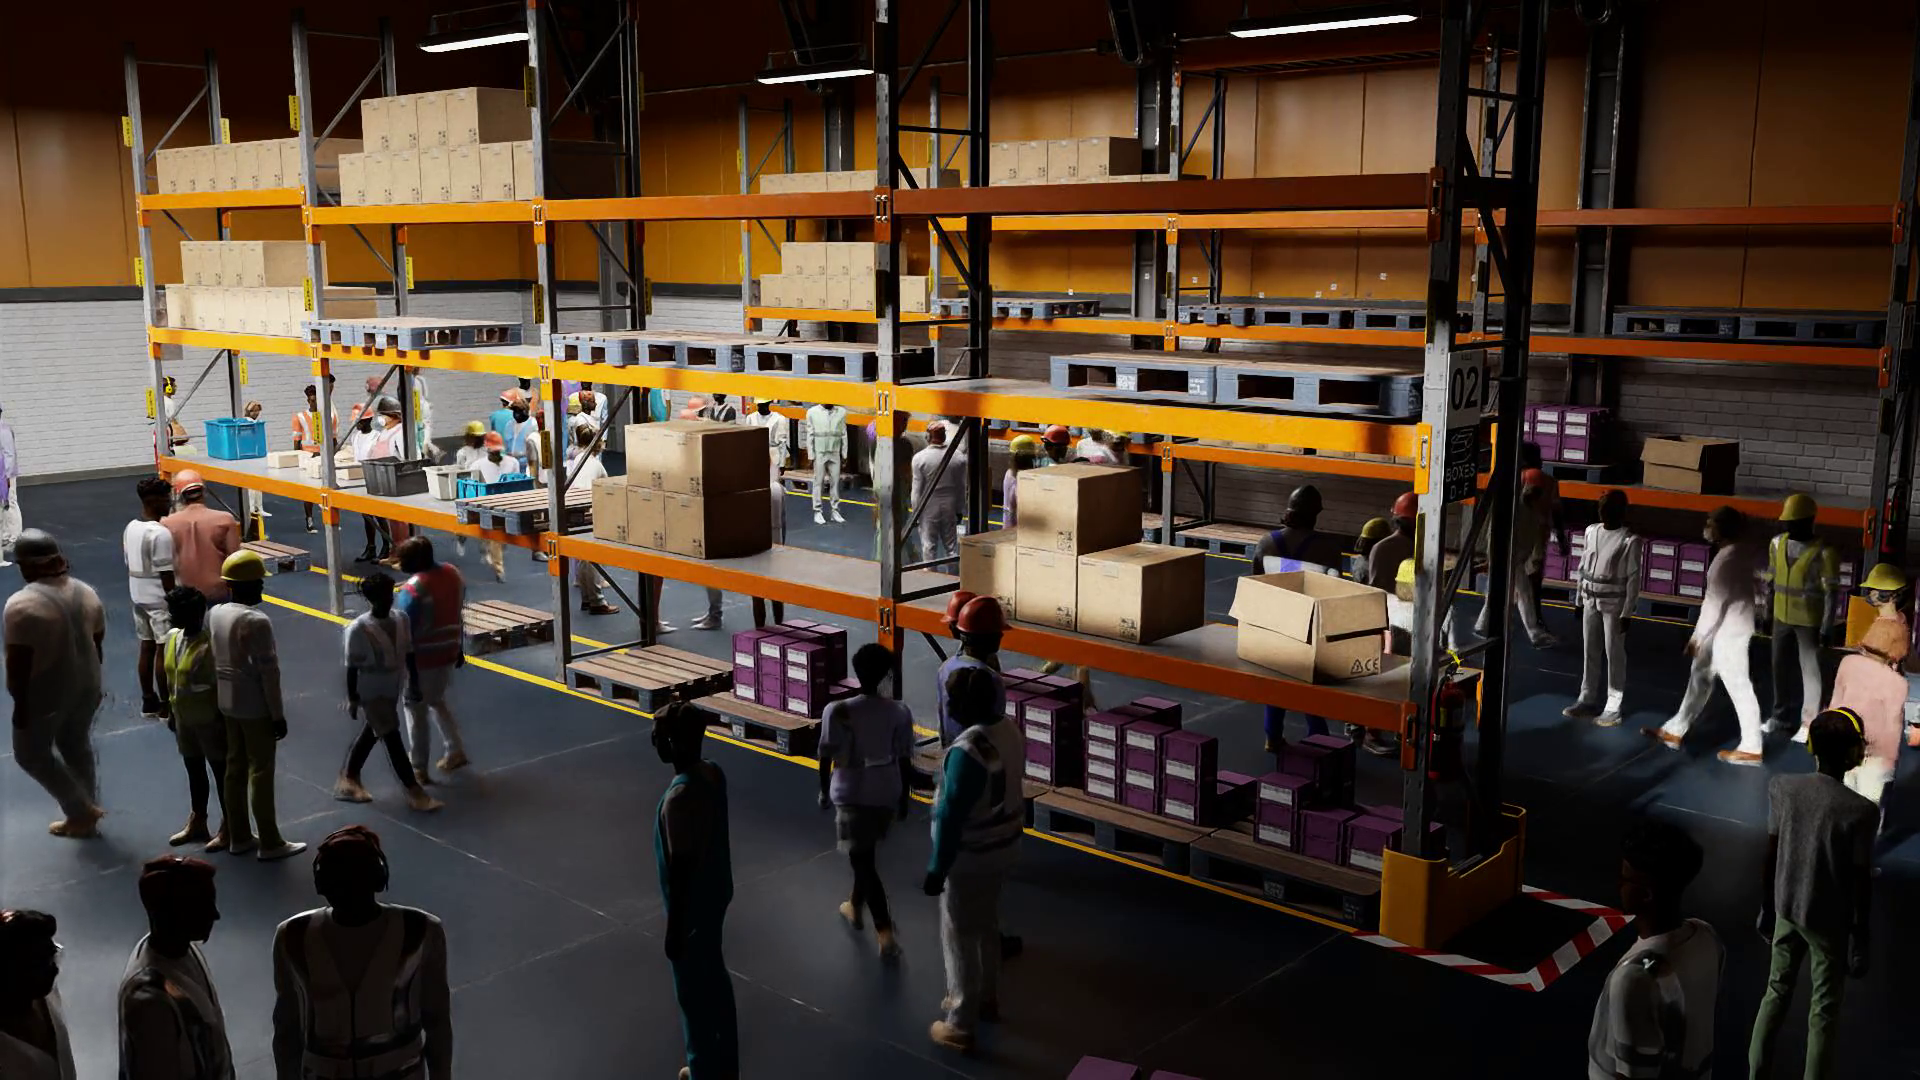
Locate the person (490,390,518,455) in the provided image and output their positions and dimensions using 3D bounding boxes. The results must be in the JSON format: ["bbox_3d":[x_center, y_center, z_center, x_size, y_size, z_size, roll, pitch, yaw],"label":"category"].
[{"bbox_3d":[-6.447,-1.283,23.804,0.577,1.737,0.354,5,11,28],"label":"person"}]

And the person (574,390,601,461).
[{"bbox_3d":[-4.906,-1.033,21.981,0.355,1.882,0.576,-1,10,-4],"label":"person"}]

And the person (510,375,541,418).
[{"bbox_3d":[-6.737,-1.738,25.845,0.382,1.922,0.594,9,14,42],"label":"person"}]

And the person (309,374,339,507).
[{"bbox_3d":[-9.212,-1.461,24.183,0.368,1.959,0.602,-1,10,-4],"label":"person"}]

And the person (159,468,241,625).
[{"bbox_3d":[-6.197,0.397,13.644,0.639,1.981,0.413,-2,10,-14],"label":"person"}]

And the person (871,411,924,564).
[{"bbox_3d":[-0.624,-0.628,19.240,0.940,2.000,0.709,-5,11,-26],"label":"person"}]

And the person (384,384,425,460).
[{"bbox_3d":[-7.645,-1.224,22.938,0.372,1.932,0.631,6,12,31],"label":"person"}]

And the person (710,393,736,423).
[{"bbox_3d":[-3.610,-1.520,25.255,0.535,1.697,0.321,9,13,40],"label":"person"}]

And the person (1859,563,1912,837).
[{"bbox_3d":[5.884,1.023,10.683,0.308,1.769,0.525,8,13,38],"label":"person"}]

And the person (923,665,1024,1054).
[{"bbox_3d":[0.073,1.488,7.888,0.443,1.834,0.635,3,11,19],"label":"person"}]

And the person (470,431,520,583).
[{"bbox_3d":[-5.278,-0.407,18.923,0.585,1.718,0.787,-6,12,-32],"label":"person"}]

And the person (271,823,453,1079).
[{"bbox_3d":[-1.996,1.866,5.586,0.576,1.883,0.354,-2,10,-10],"label":"person"}]

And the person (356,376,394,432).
[{"bbox_3d":[-8.605,-1.473,24.487,0.651,1.877,0.776,-7,12,-34],"label":"person"}]

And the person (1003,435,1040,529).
[{"bbox_3d":[0.606,-0.081,16.469,0.363,1.928,0.587,-1,10,-4],"label":"person"}]

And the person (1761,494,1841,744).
[{"bbox_3d":[6.387,0.591,12.716,0.417,1.916,0.605,-5,11,-25],"label":"person"}]

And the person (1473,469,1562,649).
[{"bbox_3d":[5.286,0.167,15.703,0.879,1.702,0.578,7,12,34],"label":"person"}]

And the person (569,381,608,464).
[{"bbox_3d":[-5.541,-1.552,24.812,0.589,1.919,0.393,0,10,-1],"label":"person"}]

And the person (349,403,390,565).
[{"bbox_3d":[-7.042,-0.667,19.793,0.547,1.929,0.389,6,12,30],"label":"person"}]

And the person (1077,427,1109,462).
[{"bbox_3d":[1.595,-0.557,19.382,0.520,1.856,0.351,3,10,17],"label":"person"}]

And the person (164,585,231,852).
[{"bbox_3d":[-4.763,1.107,10.418,0.532,1.692,0.322,5,11,27],"label":"person"}]

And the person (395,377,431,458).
[{"bbox_3d":[-7.927,-1.416,23.958,0.605,1.948,0.384,0,10,0],"label":"person"}]

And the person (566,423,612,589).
[{"bbox_3d":[-4.120,-0.371,18.359,0.506,1.840,0.343,8,13,39],"label":"person"}]

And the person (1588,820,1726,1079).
[{"bbox_3d":[2.214,1.863,5.391,0.367,1.958,0.606,9,14,42],"label":"person"}]

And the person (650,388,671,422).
[{"bbox_3d":[-5.017,-2.043,27.836,0.501,1.839,0.342,9,14,42],"label":"person"}]

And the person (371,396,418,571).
[{"bbox_3d":[-6.642,-0.665,19.453,0.537,2.000,0.689,-8,13,-38],"label":"person"}]

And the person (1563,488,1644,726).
[{"bbox_3d":[5.105,0.524,13.176,0.355,1.883,0.574,-5,11,-26],"label":"person"}]

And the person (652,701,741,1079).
[{"bbox_3d":[-1.161,1.594,7.256,0.330,1.837,0.508,2,10,12],"label":"person"}]

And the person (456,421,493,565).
[{"bbox_3d":[-5.765,-0.569,19.775,0.569,1.725,0.498,9,13,40],"label":"person"}]

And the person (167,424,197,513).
[{"bbox_3d":[-9.435,-0.591,20.215,0.292,1.628,0.506,3,10,17],"label":"person"}]

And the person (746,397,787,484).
[{"bbox_3d":[-2.571,-1.060,22.033,0.586,1.920,0.397,4,11,20],"label":"person"}]

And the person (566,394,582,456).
[{"bbox_3d":[-5.293,-1.147,23.052,0.325,1.737,0.487,-4,11,-22],"label":"person"}]

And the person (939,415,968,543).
[{"bbox_3d":[-0.119,-0.916,21.375,0.579,1.866,0.765,-5,11,-24],"label":"person"}]

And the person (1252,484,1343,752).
[{"bbox_3d":[2.537,0.591,12.348,0.682,2.000,0.537,6,12,31],"label":"person"}]
